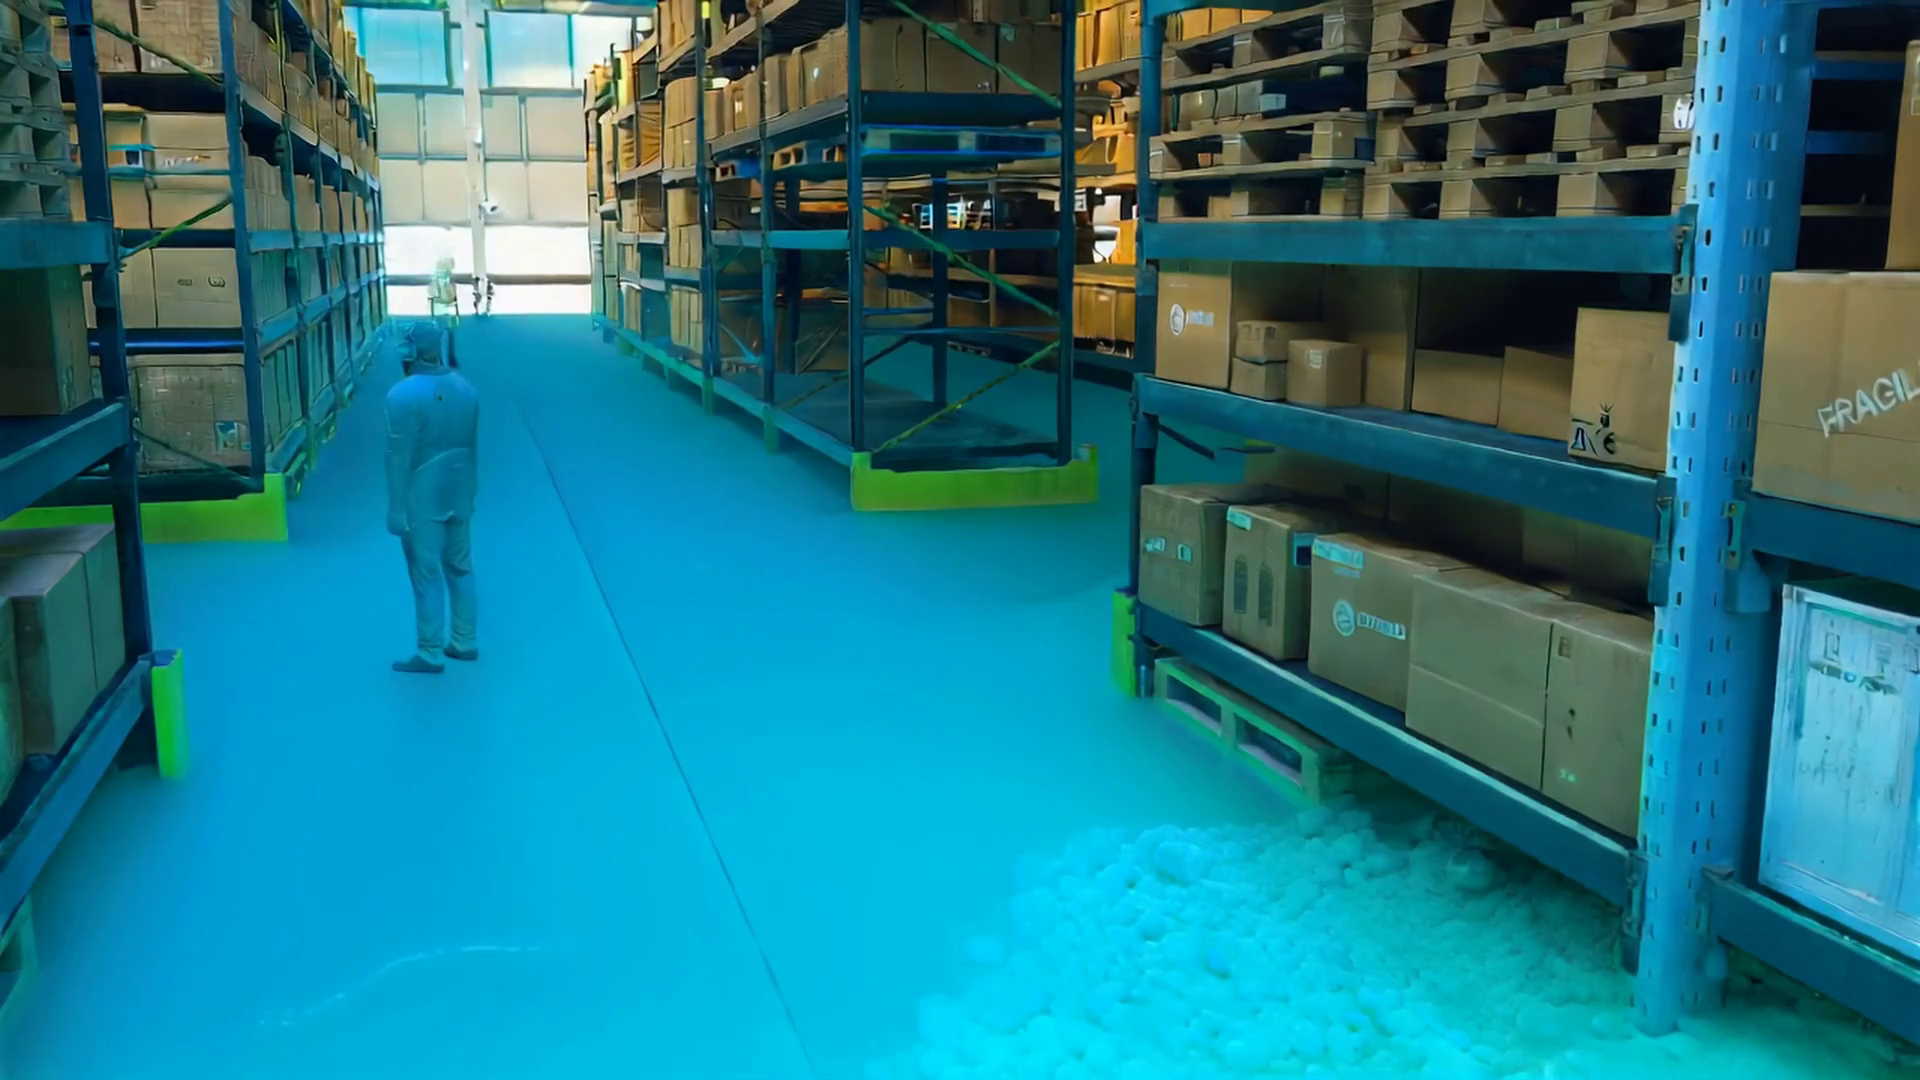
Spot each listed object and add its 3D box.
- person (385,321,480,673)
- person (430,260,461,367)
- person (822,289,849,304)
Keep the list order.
[{"bbox_3d":[-2.886,-0.234,9.055,0.398,1.899,0.647,4,11,21],"label":"person"},{"bbox_3d":[-9.269,-4.079,30.038,0.550,1.928,0.378,-10,14,-42],"label":"person"},{"bbox_3d":[-2.289,-4.243,31.242,0.596,1.819,0.647,-4,11,-22],"label":"person"}]
